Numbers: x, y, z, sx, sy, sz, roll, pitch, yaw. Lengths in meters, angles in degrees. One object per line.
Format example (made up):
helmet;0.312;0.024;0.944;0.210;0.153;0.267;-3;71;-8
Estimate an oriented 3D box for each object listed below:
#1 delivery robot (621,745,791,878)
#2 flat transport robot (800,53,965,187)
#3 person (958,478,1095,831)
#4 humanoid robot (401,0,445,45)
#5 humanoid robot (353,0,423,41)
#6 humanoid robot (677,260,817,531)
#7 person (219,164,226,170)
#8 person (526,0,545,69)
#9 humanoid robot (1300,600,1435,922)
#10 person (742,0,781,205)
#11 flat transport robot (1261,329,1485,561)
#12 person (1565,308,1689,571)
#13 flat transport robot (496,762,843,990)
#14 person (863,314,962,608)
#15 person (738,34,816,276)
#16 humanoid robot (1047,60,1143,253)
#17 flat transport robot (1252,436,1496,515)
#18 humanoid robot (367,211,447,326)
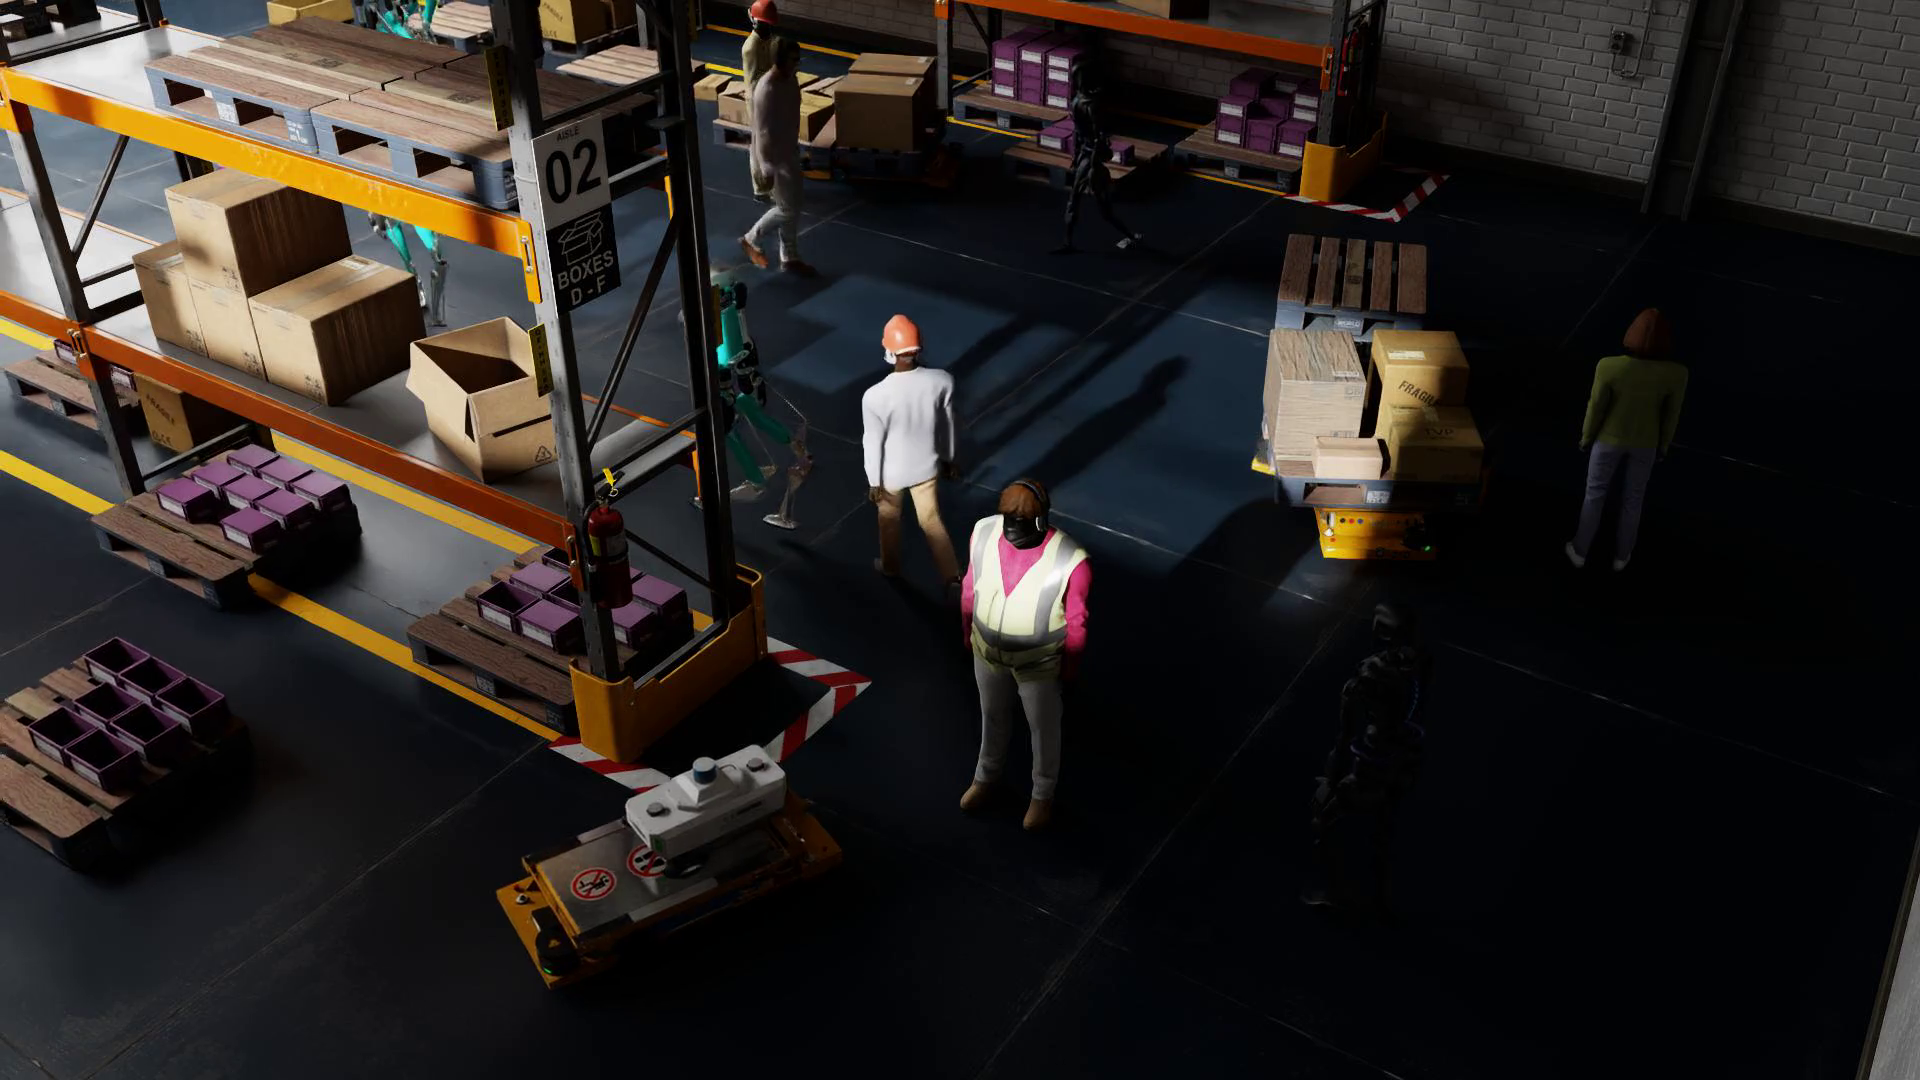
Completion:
delivery robot;-1.173;1.274;7.668;0.814;0.611;0.499;-22;39;-30
flat transport robot;-0.716;-3.461;15.193;1.431;0.231;0.659;6;34;9
person;0.272;0.527;7.622;0.619;1.845;0.430;16;36;23
humanoid robot;-5.670;-5.703;17.286;0.544;1.781;0.684;-25;41;-33
humanoid robot;-5.593;-5.131;16.378;0.722;1.750;0.533;20;38;28
humanoid robot;-1.210;-0.757;9.679;0.983;1.722;0.535;18;37;25
person;-5.157;-2.538;12.325;0.522;1.847;0.334;-15;36;-22
person;-3.964;-4.393;15.106;0.450;1.934;0.488;3;33;5
humanoid robot;1.782;0.958;7.110;0.589;1.645;0.369;-23;39;-31
person;-1.662;-3.790;14.342;0.344;1.743;0.562;6;34;9
flat transport robot;2.520;-0.335;10.388;0.659;0.231;1.431;2;33;3
person;3.788;-0.558;9.474;0.499;1.636;0.282;7;34;11
flat transport robot;-1.315;1.497;7.572;1.431;0.231;0.659;-20;38;-27
person;-0.259;-0.411;9.168;0.570;1.728;0.721;-16;36;-23
person;-1.439;-2.956;12.893;0.523;1.927;0.663;9;34;13
humanoid robot;1.104;-3.055;13.349;0.791;1.638;0.589;-9;34;-13
flat transport robot;2.658;-0.528;10.684;1.431;0.231;0.659;13;35;19
humanoid robot;-4.013;-2.317;12.126;0.531;1.740;1.033;-16;36;-22
